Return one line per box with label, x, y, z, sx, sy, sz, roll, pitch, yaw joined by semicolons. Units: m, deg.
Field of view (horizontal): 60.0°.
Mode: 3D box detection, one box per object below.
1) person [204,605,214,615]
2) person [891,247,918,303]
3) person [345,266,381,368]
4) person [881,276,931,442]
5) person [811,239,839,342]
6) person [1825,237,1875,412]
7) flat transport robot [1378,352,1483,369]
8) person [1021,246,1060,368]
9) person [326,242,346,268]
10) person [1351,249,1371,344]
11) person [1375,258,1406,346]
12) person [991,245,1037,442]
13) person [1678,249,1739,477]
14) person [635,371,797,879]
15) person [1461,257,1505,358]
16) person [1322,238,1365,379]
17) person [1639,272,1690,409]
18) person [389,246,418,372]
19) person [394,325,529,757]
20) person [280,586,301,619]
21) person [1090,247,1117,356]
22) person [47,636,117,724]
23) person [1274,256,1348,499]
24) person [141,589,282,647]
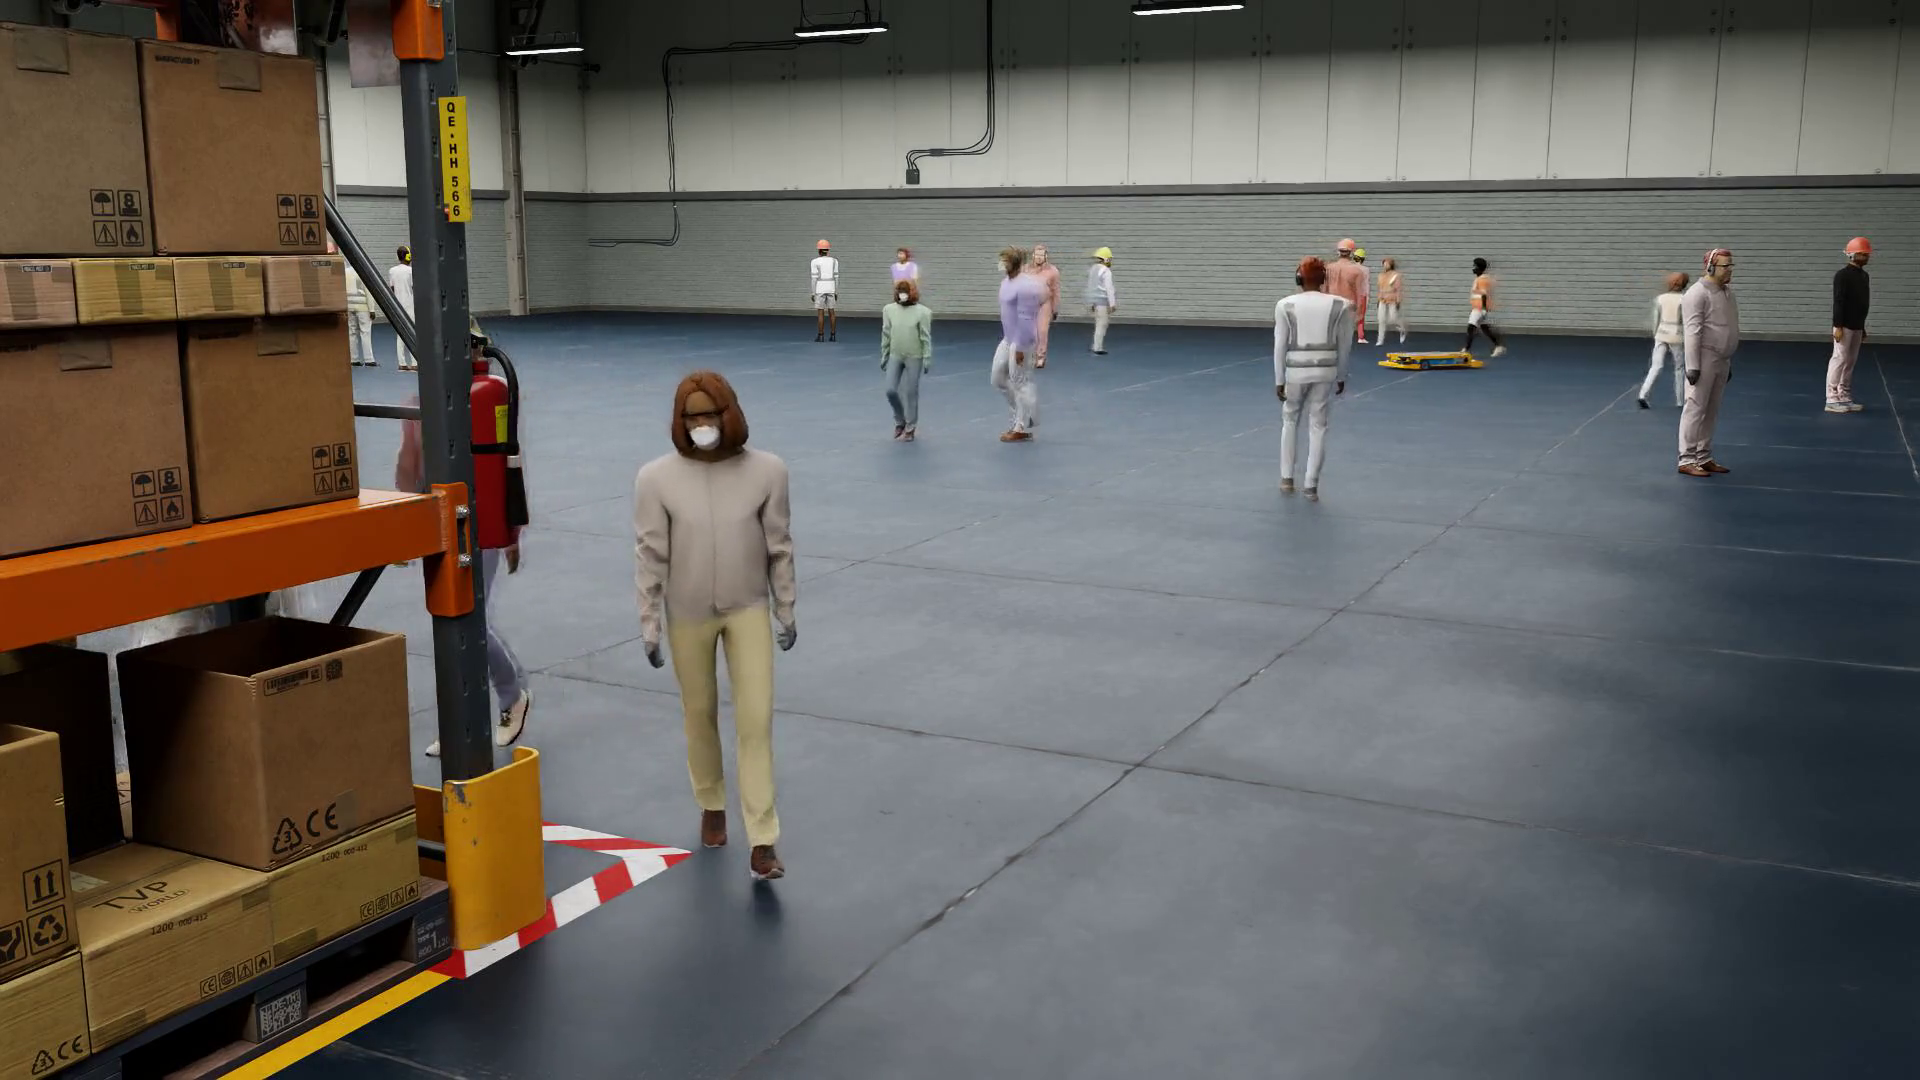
person;-4.155;-0.491;8.753;0.340;1.846;0.513;9;14;41
person;-1.007;-4.645;31.520;0.576;1.814;0.868;5;12;27
person;-9.175;-3.541;25.418;0.589;1.834;0.403;4;11;22
person;-0.541;-1.764;16.292;0.529;1.617;0.348;3;11;16
person;-2.575;-4.732;31.618;0.544;1.943;0.347;-5;11;-24
person;10.245;-2.469;19.131;0.622;1.994;0.381;-8;13;-35
flat transport robot;7.168;-2.742;25.324;1.431;0.197;0.652;-4;11;-19
person;1.215;-3.608;25.697;0.643;1.871;0.927;3;11;15
person;-11.384;-4.429;30.112;0.563;1.883;0.995;-3;11;-16
person;7.446;-4.557;31.144;0.523;1.769;0.313;9;14;41
person;7.923;-4.380;30.573;0.639;1.621;0.524;-9;14;-41
person;0.538;-1.907;16.262;0.423;1.923;0.646;-4;11;-19
person;6.349;-1.495;14.063;0.651;1.907;0.409;-9;14;-40
person;-0.760;0.276;5.246;0.507;1.589;0.827;-2;11;-10
person;8.625;-3.819;27.409;0.834;1.667;0.545;2;11;10
person;5.383;-3.243;23.388;0.630;1.978;0.474;9;14;40
person;8.281;-2.328;19.433;0.824;1.608;0.538;-7;13;-35
person;-8.228;-3.433;24.751;0.519;1.865;0.327;4;11;22
person;-1.953;-0.016;6.418;0.540;1.752;0.361;5;12;26
person;-3.362;-0.278;7.718;0.633;1.807;0.663;9;13;39
person;2.403;-3.979;27.825;0.460;1.819;0.590;-3;11;-18
person;-4.021;-0.222;6.924;0.978;2.003;0.646;6;12;30
person;2.724;-1.268;12.979;0.578;1.855;0.790;1;10;8
person;-2.756;0.030;6.084;0.630;1.793;0.982;1;10;5
